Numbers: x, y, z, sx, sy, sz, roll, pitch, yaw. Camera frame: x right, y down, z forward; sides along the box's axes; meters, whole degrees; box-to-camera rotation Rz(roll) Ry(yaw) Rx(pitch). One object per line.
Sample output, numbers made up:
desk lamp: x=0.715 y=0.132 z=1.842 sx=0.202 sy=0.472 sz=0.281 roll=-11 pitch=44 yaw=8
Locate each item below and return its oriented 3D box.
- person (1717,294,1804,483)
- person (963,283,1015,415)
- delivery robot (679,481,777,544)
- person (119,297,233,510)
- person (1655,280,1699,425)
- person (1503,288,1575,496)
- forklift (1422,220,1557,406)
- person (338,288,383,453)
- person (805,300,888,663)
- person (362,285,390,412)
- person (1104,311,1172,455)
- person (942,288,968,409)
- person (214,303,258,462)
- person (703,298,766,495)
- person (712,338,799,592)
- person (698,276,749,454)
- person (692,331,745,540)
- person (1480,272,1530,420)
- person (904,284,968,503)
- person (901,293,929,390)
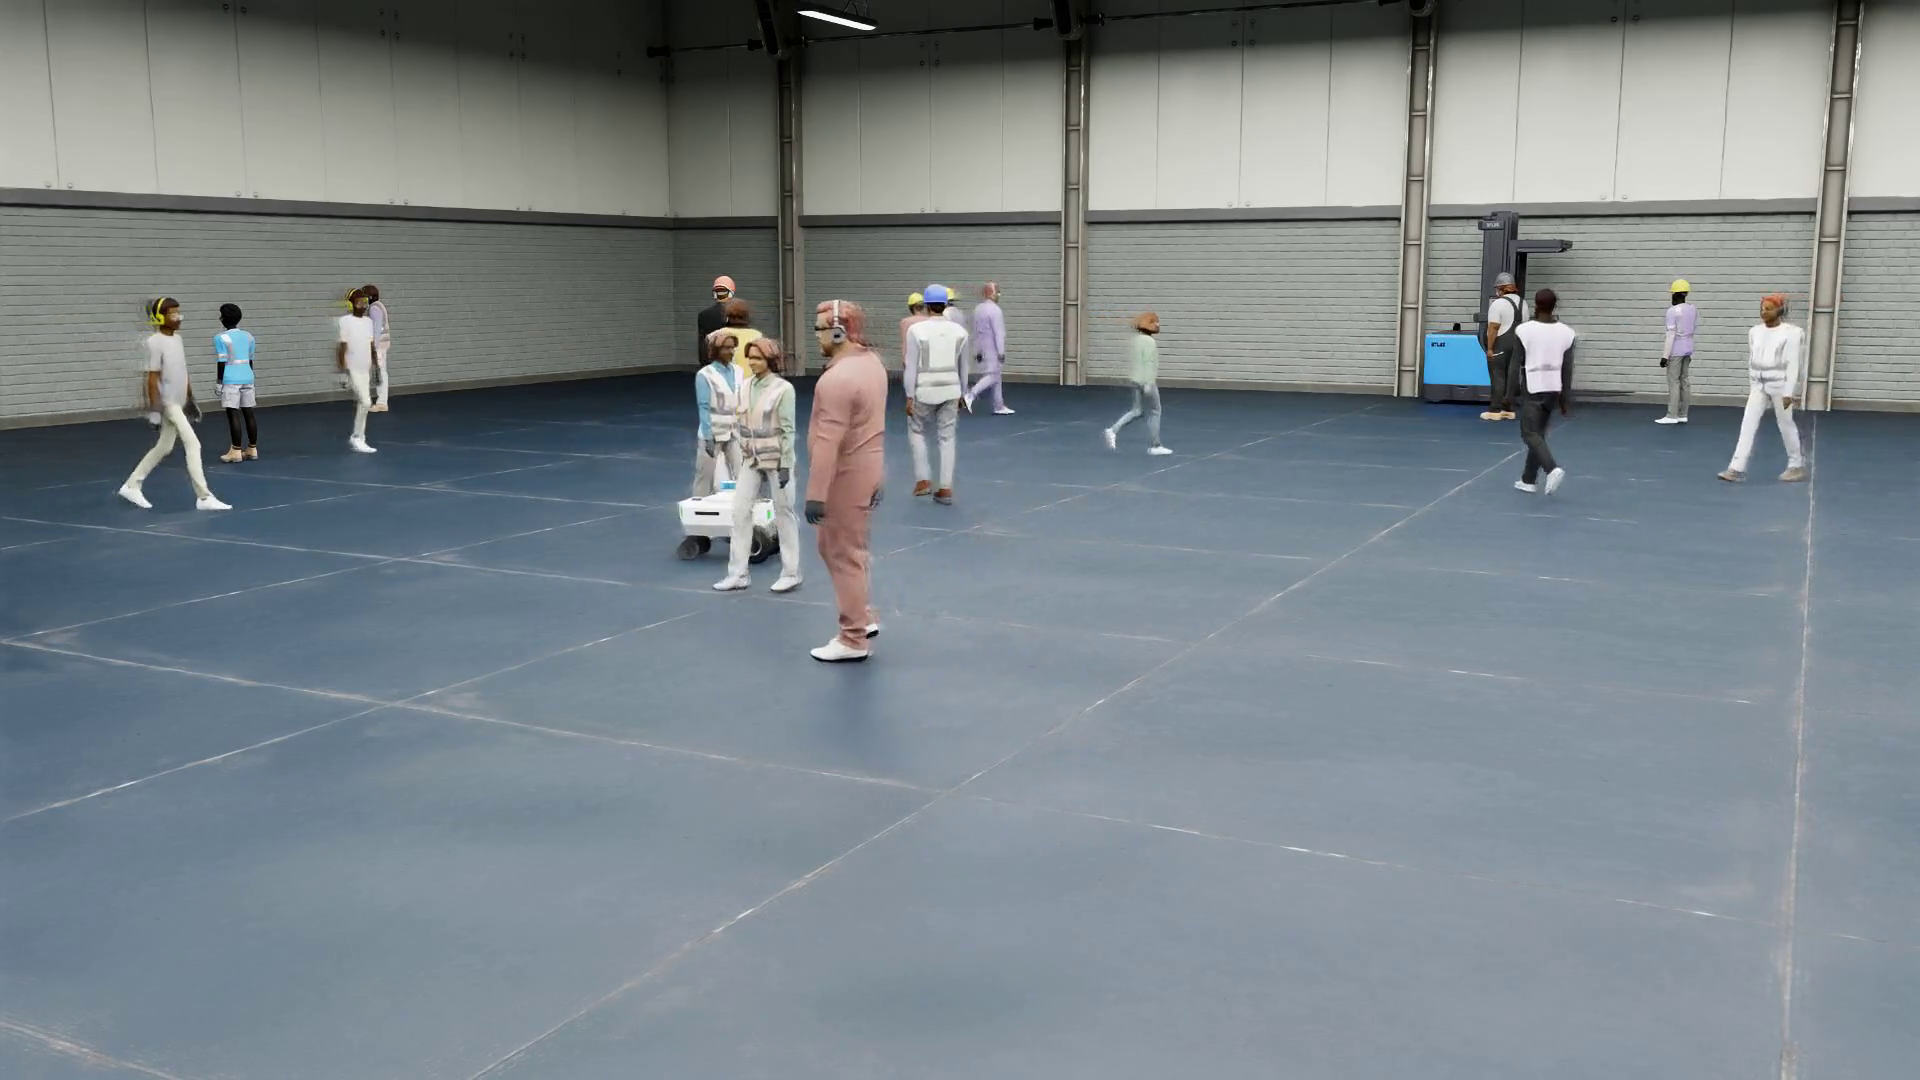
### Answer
person: x=7.897 y=-1.470 z=16.165 sx=1.011 sy=1.832 sz=0.597 roll=-5 pitch=10 yaw=-26
person: x=0.398 y=-2.705 z=23.589 sx=0.798 sy=1.885 sz=0.648 roll=-3 pitch=10 yaw=-19
delivery robot: x=-1.645 y=-0.181 z=11.948 sx=0.707 sy=0.478 sz=0.477 roll=2 pitch=9 yaw=11
person: x=-6.854 y=-1.164 z=14.352 sx=0.955 sy=1.843 sz=0.539 roll=-1 pitch=9 yaw=-6
person: x=9.599 y=-2.512 z=22.274 sx=0.597 sy=1.928 sz=0.377 roll=-6 pitch=11 yaw=-33
person: x=5.350 y=-1.358 z=15.252 sx=0.592 sy=1.895 sz=0.845 roll=-2 pitch=9 yaw=-14
forklift: x=8.245 y=-3.527 z=25.720 sx=1.873 sy=2.768 sz=1.129 roll=5 pitch=10 yaw=27
person: x=-6.698 y=-1.885 z=18.638 sx=0.461 sy=1.846 sz=0.556 roll=3 pitch=10 yaw=20
person: x=-0.635 y=-0.300 z=8.697 sx=0.459 sy=1.893 sz=0.681 roll=2 pitch=9 yaw=13
person: x=-8.564 y=-2.804 z=24.343 sx=0.430 sy=1.838 sz=0.624 roll=-2 pitch=9 yaw=-13
person: x=2.008 y=-1.751 z=18.568 sx=0.704 sy=1.609 sz=0.501 roll=-2 pitch=9 yaw=-13
person: x=-0.129 y=-2.830 z=24.613 sx=0.859 sy=1.806 sz=0.582 roll=5 pitch=11 yaw=29
person: x=-7.820 y=-1.698 z=17.947 sx=0.318 sy=1.697 sz=0.535 roll=3 pitch=10 yaw=18
person: x=-1.889 y=-1.094 z=13.832 sx=0.648 sy=1.822 sz=0.513 roll=-7 pitch=11 yaw=-35
person: x=-1.297 y=-0.455 z=10.516 sx=0.547 sy=1.616 sz=0.667 roll=8 pitch=12 yaw=39
person: x=-2.588 y=-1.921 z=18.430 sx=0.608 sy=1.987 sz=0.394 roll=2 pitch=9 yaw=10
person: x=-1.756 y=-0.766 z=12.504 sx=0.872 sy=1.585 sz=0.543 roll=7 pitch=12 yaw=38
person: x=7.523 y=-2.682 z=23.087 sx=0.679 sy=2.000 sz=0.536 roll=-6 pitch=11 yaw=-32
person: x=-0.234 y=-1.308 z=14.829 sx=0.642 sy=1.923 sz=0.608 roll=-4 pitch=10 yaw=-23
person: x=-0.554 y=-2.445 z=22.391 sx=0.536 sy=1.756 sz=0.433 roll=-5 pitch=10 yaw=-26
